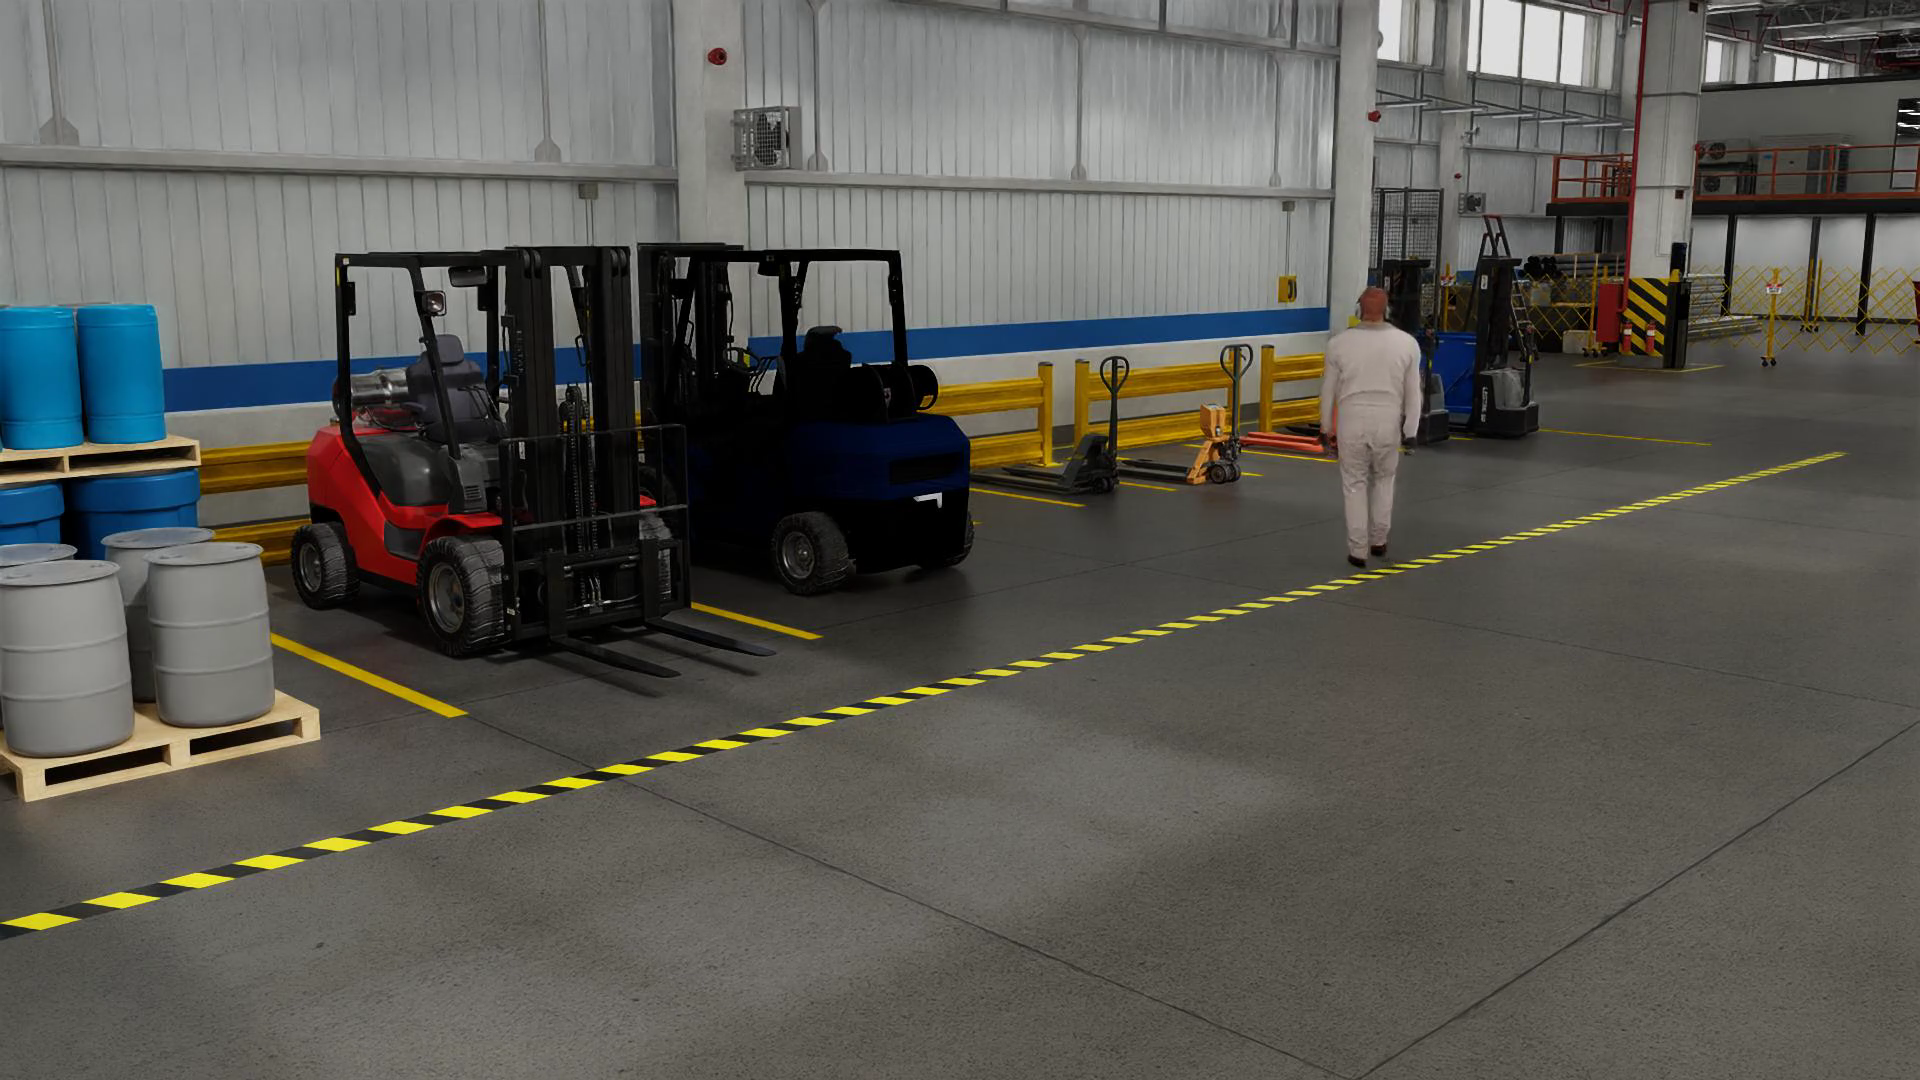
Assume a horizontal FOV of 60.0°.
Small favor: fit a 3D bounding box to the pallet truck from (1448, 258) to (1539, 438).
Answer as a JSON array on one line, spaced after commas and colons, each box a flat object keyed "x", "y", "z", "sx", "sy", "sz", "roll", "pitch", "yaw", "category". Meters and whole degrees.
[{"x": 5.704, "y": -2.208, "z": 18.901, "sx": 1.885, "sy": 1.965, "sz": 0.823, "roll": 10, "pitch": 14, "yaw": 43, "category": "pallet truck"}]

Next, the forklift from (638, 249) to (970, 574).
[{"x": -1.173, "y": -0.958, "z": 11.239, "sx": 2.680, "sy": 1.987, "sz": 1.157, "roll": 10, "pitch": 14, "yaw": 43, "category": "forklift"}]

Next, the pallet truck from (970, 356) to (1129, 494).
[{"x": 0.784, "y": -1.085, "z": 14.876, "sx": 0.680, "sy": 1.201, "sz": 1.601, "roll": -10, "pitch": 14, "yaw": -44, "category": "pallet truck"}]

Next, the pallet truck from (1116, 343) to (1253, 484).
[{"x": 1.962, "y": -1.215, "z": 15.415, "sx": 1.522, "sy": 1.261, "sz": 0.704, "roll": 10, "pitch": 14, "yaw": 43, "category": "pallet truck"}]

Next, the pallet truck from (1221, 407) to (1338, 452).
[{"x": 3.563, "y": -1.581, "z": 17.381, "sx": 0.653, "sy": 1.274, "sz": 1.630, "roll": -10, "pitch": 14, "yaw": -44, "category": "pallet truck"}]

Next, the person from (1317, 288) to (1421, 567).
[{"x": 2.796, "y": -0.786, "z": 11.457, "sx": 0.669, "sy": 1.877, "sz": 0.781, "roll": 1, "pitch": 10, "yaw": 7, "category": "person"}]

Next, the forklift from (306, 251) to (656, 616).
[{"x": -2.833, "y": -0.669, "z": 9.694, "sx": 1.157, "sy": 1.987, "sz": 2.680, "roll": -10, "pitch": 14, "yaw": -44, "category": "forklift"}]

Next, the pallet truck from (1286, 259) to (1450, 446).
[{"x": 4.493, "y": -2.078, "z": 18.196, "sx": 0.823, "sy": 1.965, "sz": 1.885, "roll": -9, "pitch": 14, "yaw": -40, "category": "pallet truck"}]
